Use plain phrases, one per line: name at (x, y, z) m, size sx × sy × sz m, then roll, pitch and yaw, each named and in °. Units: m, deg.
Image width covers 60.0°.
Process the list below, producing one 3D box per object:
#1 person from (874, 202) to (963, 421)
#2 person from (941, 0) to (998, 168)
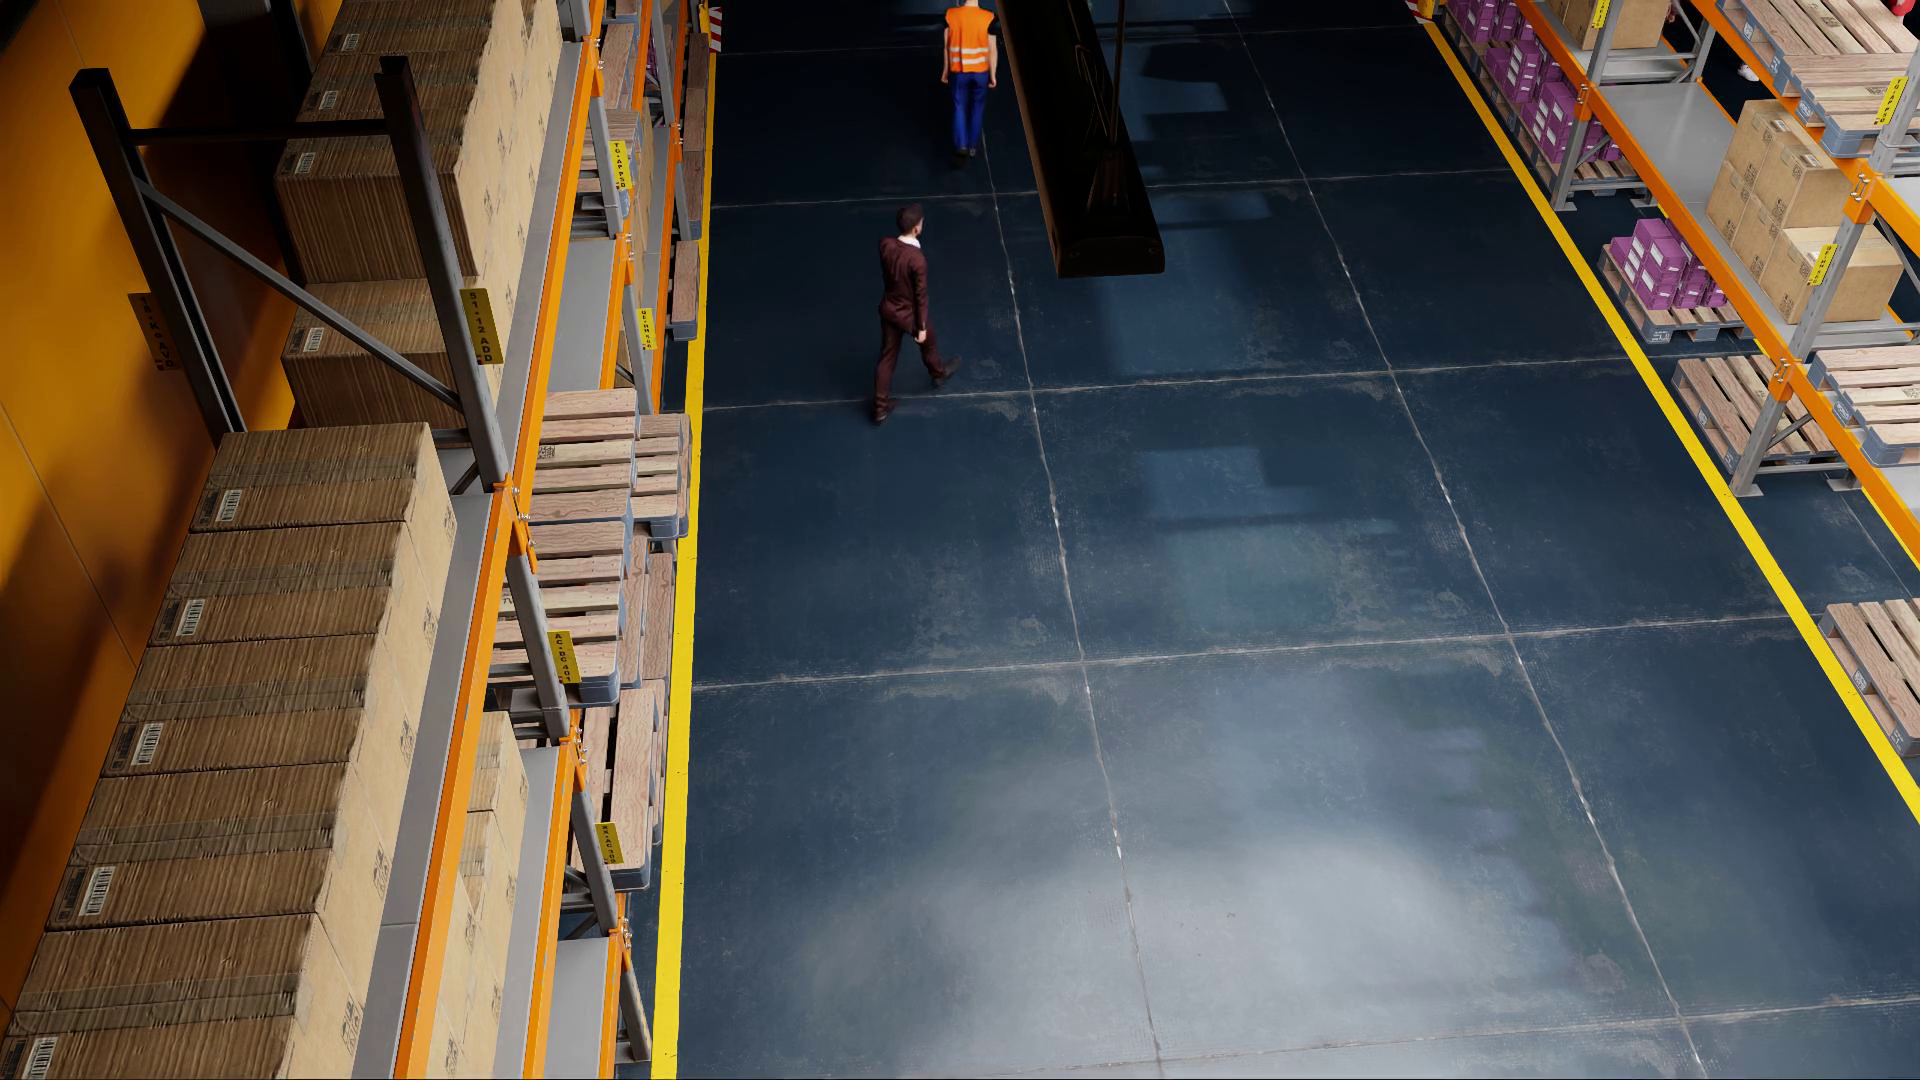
person at (-0.477, -1.702, 12.785) m, size 1.180 × 1.811 × 1.255 m, roll 29°, pitch 51°, yaw 27°
person at (0.075, -4.337, 15.509) m, size 0.775 × 1.870 × 1.002 m, roll 3°, pitch 44°, yaw 3°
